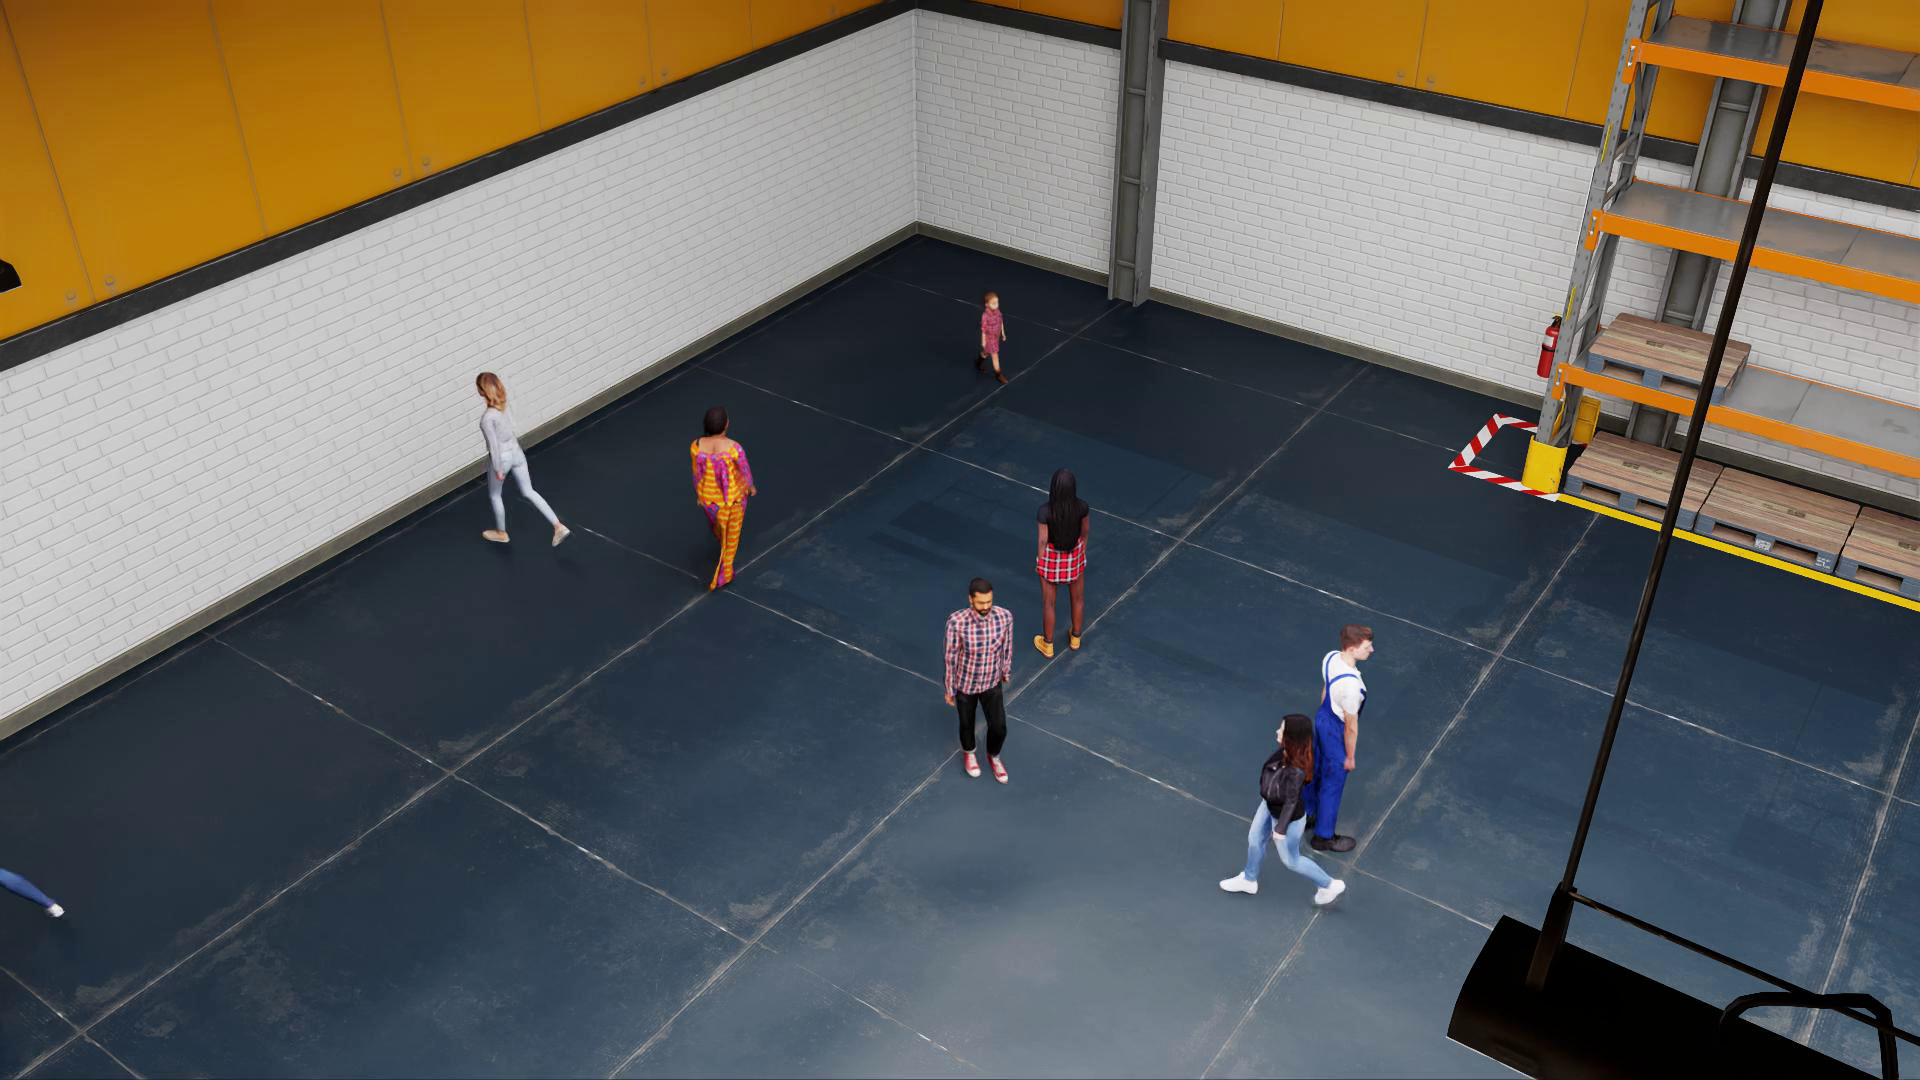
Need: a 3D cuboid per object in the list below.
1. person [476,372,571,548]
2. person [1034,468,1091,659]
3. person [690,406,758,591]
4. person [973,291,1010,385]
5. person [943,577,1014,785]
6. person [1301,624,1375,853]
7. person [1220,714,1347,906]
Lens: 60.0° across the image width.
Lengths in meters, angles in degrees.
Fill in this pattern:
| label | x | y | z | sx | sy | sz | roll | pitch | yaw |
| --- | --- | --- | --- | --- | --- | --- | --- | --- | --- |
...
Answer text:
| label | x | y | z | sx | sy | sz | roll | pitch | yaw |
| --- | --- | --- | --- | --- | --- | --- | --- | --- | --- |
| person | -3.931 | -0.678 | 14.705 | 1.187 | 1.764 | 0.764 | 12 | 36 | 18 |
| person | 0.824 | 0.175 | 13.453 | 0.726 | 1.728 | 0.771 | -10 | 35 | -15 |
| person | -2.066 | -0.370 | 14.346 | 1.107 | 1.648 | 0.910 | 10 | 35 | 15 |
| person | 0.311 | -2.194 | 17.663 | 0.746 | 1.014 | 0.467 | 25 | 41 | 33 |
| person | 0.109 | 0.967 | 12.241 | 0.832 | 1.752 | 0.891 | -6 | 34 | -9 |
| person | 2.604 | 1.350 | 11.577 | 0.780 | 1.849 | 0.720 | -6 | 34 | -9 |
| person | 2.234 | 1.831 | 11.074 | 1.161 | 1.604 | 0.965 | 3 | 34 | 5 |
